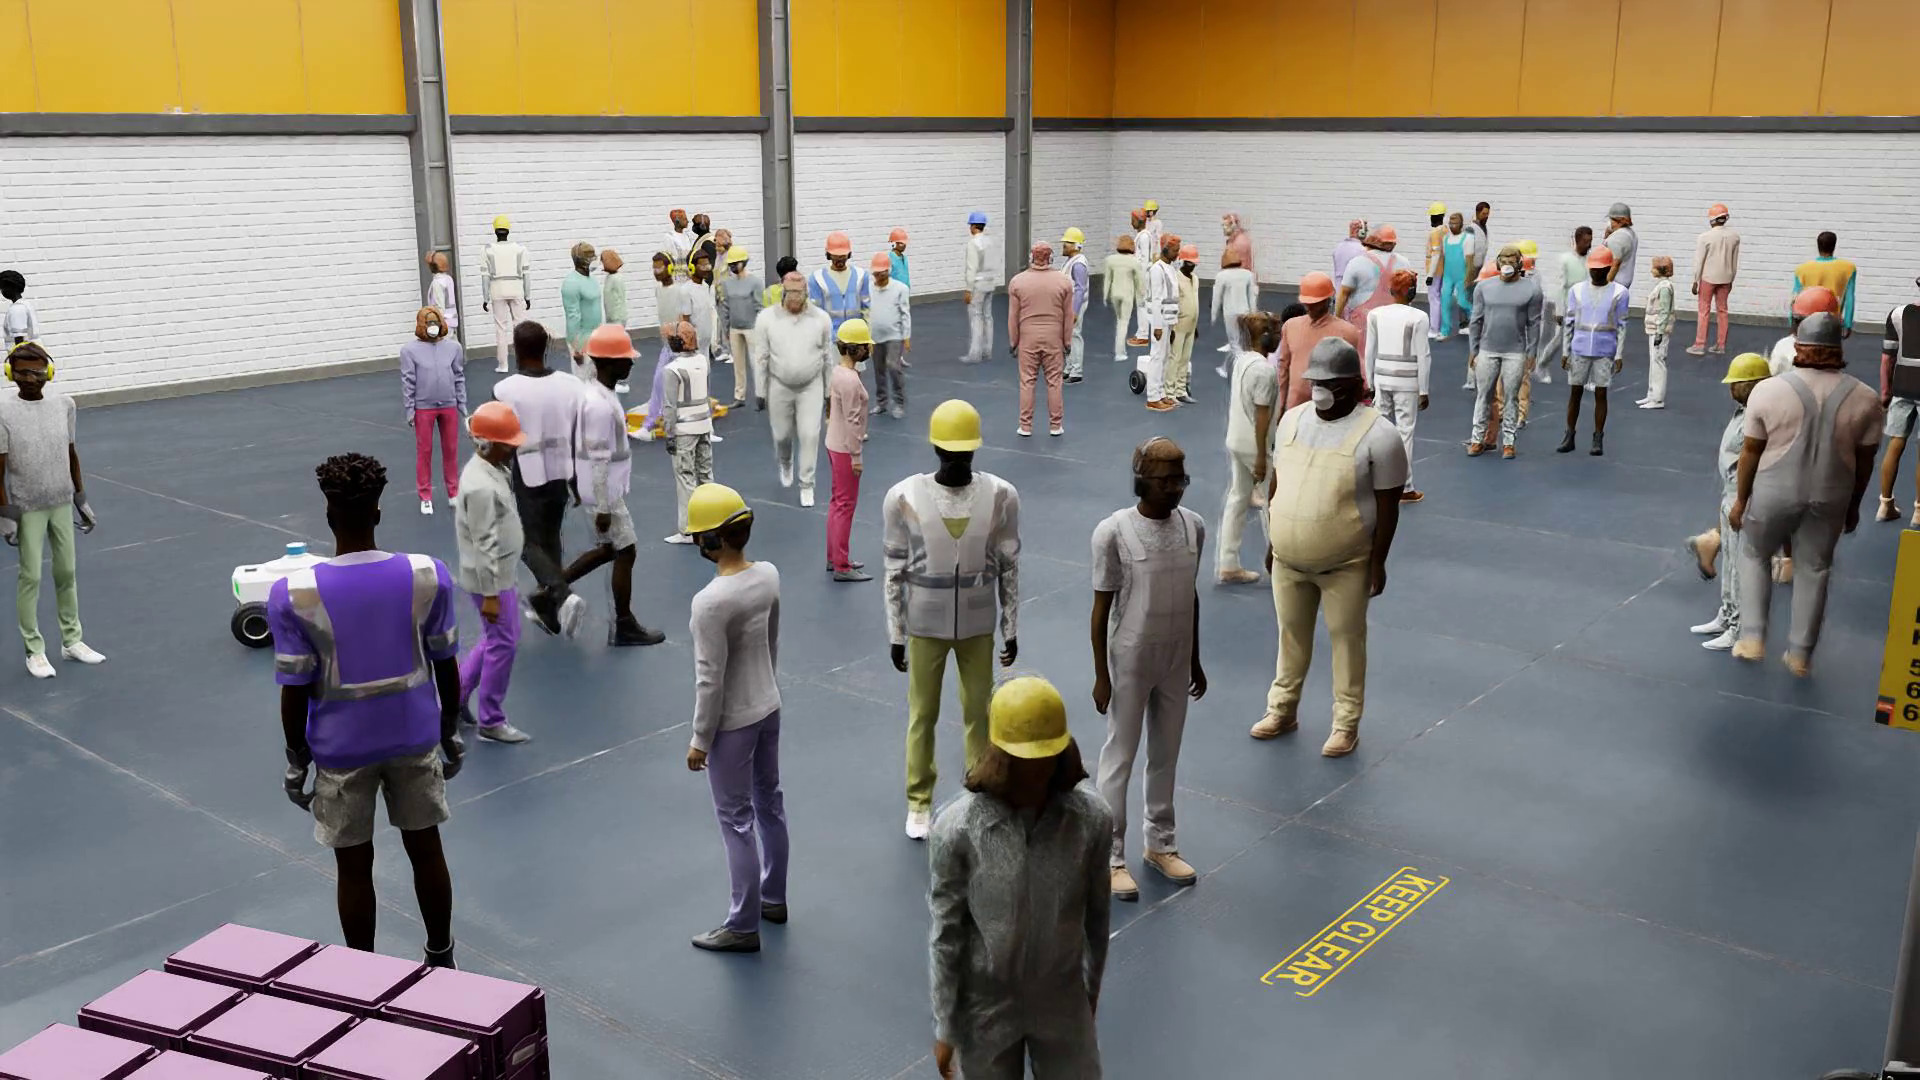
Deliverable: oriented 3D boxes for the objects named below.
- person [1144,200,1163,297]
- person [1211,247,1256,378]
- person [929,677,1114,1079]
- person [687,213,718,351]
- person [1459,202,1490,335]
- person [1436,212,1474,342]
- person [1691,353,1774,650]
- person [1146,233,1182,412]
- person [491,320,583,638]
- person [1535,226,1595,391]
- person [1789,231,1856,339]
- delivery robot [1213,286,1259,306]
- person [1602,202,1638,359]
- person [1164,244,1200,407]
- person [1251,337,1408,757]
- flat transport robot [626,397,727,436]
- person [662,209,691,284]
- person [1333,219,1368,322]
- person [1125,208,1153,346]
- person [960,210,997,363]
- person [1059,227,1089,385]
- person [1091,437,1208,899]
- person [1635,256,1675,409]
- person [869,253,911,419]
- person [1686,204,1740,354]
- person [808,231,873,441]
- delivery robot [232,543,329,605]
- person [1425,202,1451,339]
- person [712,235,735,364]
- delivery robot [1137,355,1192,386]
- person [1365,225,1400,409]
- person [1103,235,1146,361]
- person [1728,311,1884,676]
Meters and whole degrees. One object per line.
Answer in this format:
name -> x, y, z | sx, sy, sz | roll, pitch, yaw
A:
person -> 3.224, -4.843, 28.099 | 0.334, 1.762, 0.528 | -7, 16, -26
person -> 3.212, -2.655, 19.686 | 0.509, 1.578, 0.852 | -6, 15, -21
person -> 0.157, 1.162, 4.164 | 0.489, 1.732, 0.397 | -3, 14, -12
person -> -3.461, -3.465, 22.423 | 0.429, 1.844, 0.627 | -5, 15, -20
person -> 7.507, -3.965, 24.279 | 0.392, 1.914, 0.587 | 10, 17, 35
person -> 7.040, -3.703, 23.415 | 0.711, 1.818, 0.534 | -12, 18, -39
person -> 4.522, -0.222, 9.679 | 0.305, 1.738, 0.484 | 3, 14, 13
person -> 2.179, -2.331, 17.798 | 0.339, 1.885, 0.584 | 5, 15, 20
person -> -2.464, -0.350, 9.871 | 0.602, 1.898, 0.748 | -13, 19, -43
person -> 7.115, -2.714, 19.335 | 0.601, 1.883, 0.952 | -6, 15, -21
person -> 9.189, -2.333, 17.781 | 0.611, 1.893, 0.506 | 7, 16, 25
delivery robot -> 4.513, -4.047, 27.168 | 0.707, 0.478, 0.477 | -5, 15, -18
person -> 8.409, -3.335, 21.501 | 0.538, 2.000, 0.684 | 10, 17, 36
person -> 2.438, -2.325, 18.052 | 0.342, 1.747, 0.571 | 11, 18, 37
person -> 1.748, 0.034, 8.039 | 0.675, 2.000, 0.537 | 12, 18, 40
flat transport robot -> -2.905, -1.265, 16.815 | 0.652, 0.197, 1.431 | 3, 14, 12
person -> -3.833, -3.579, 22.793 | 0.355, 1.884, 0.573 | 5, 15, 20
person -> 4.788, -2.946, 20.245 | 0.394, 1.900, 0.646 | -5, 15, -20
person -> 2.487, -3.623, 22.965 | 0.354, 1.886, 0.573 | 1, 14, 4
person -> 0.243, -3.255, 21.380 | 0.398, 1.946, 0.611 | 8, 16, 28
person -> 1.305, -2.750, 19.576 | 0.404, 1.837, 0.589 | -2, 14, -8
person -> 0.752, 0.499, 6.577 | 0.518, 1.843, 0.332 | -7, 16, -27
person -> 7.509, -2.228, 17.896 | 0.310, 1.636, 0.522 | 4, 15, 16
person -> -0.792, -2.129, 17.337 | 0.580, 1.723, 0.506 | 4, 15, 14
person -> 10.029, -3.466, 22.149 | 0.610, 1.985, 0.415 | -3, 14, -10
person -> -1.137, -1.940, 15.957 | 0.614, 2.030, 0.409 | -5, 15, -19
delivery robot -> -3.957, 0.260, 9.959 | 0.707, 0.478, 0.477 | -4, 15, -17
person -> 6.796, -3.849, 23.786 | 0.365, 1.924, 0.595 | 8, 16, 30
person -> -2.984, -3.087, 21.327 | 0.315, 1.638, 0.515 | -9, 17, -33
delivery robot -> 2.302, -1.937, 18.738 | 0.477, 0.478, 0.707 | -7, 16, -24
person -> 4.399, -2.336, 17.619 | 0.406, 1.987, 0.614 | 4, 15, 15
person -> 2.173, -3.156, 21.641 | 0.537, 1.609, 0.623 | 9, 17, 33
person -> 4.661, -0.264, 9.227 | 0.708, 2.000, 0.536 | 3, 14, 13
